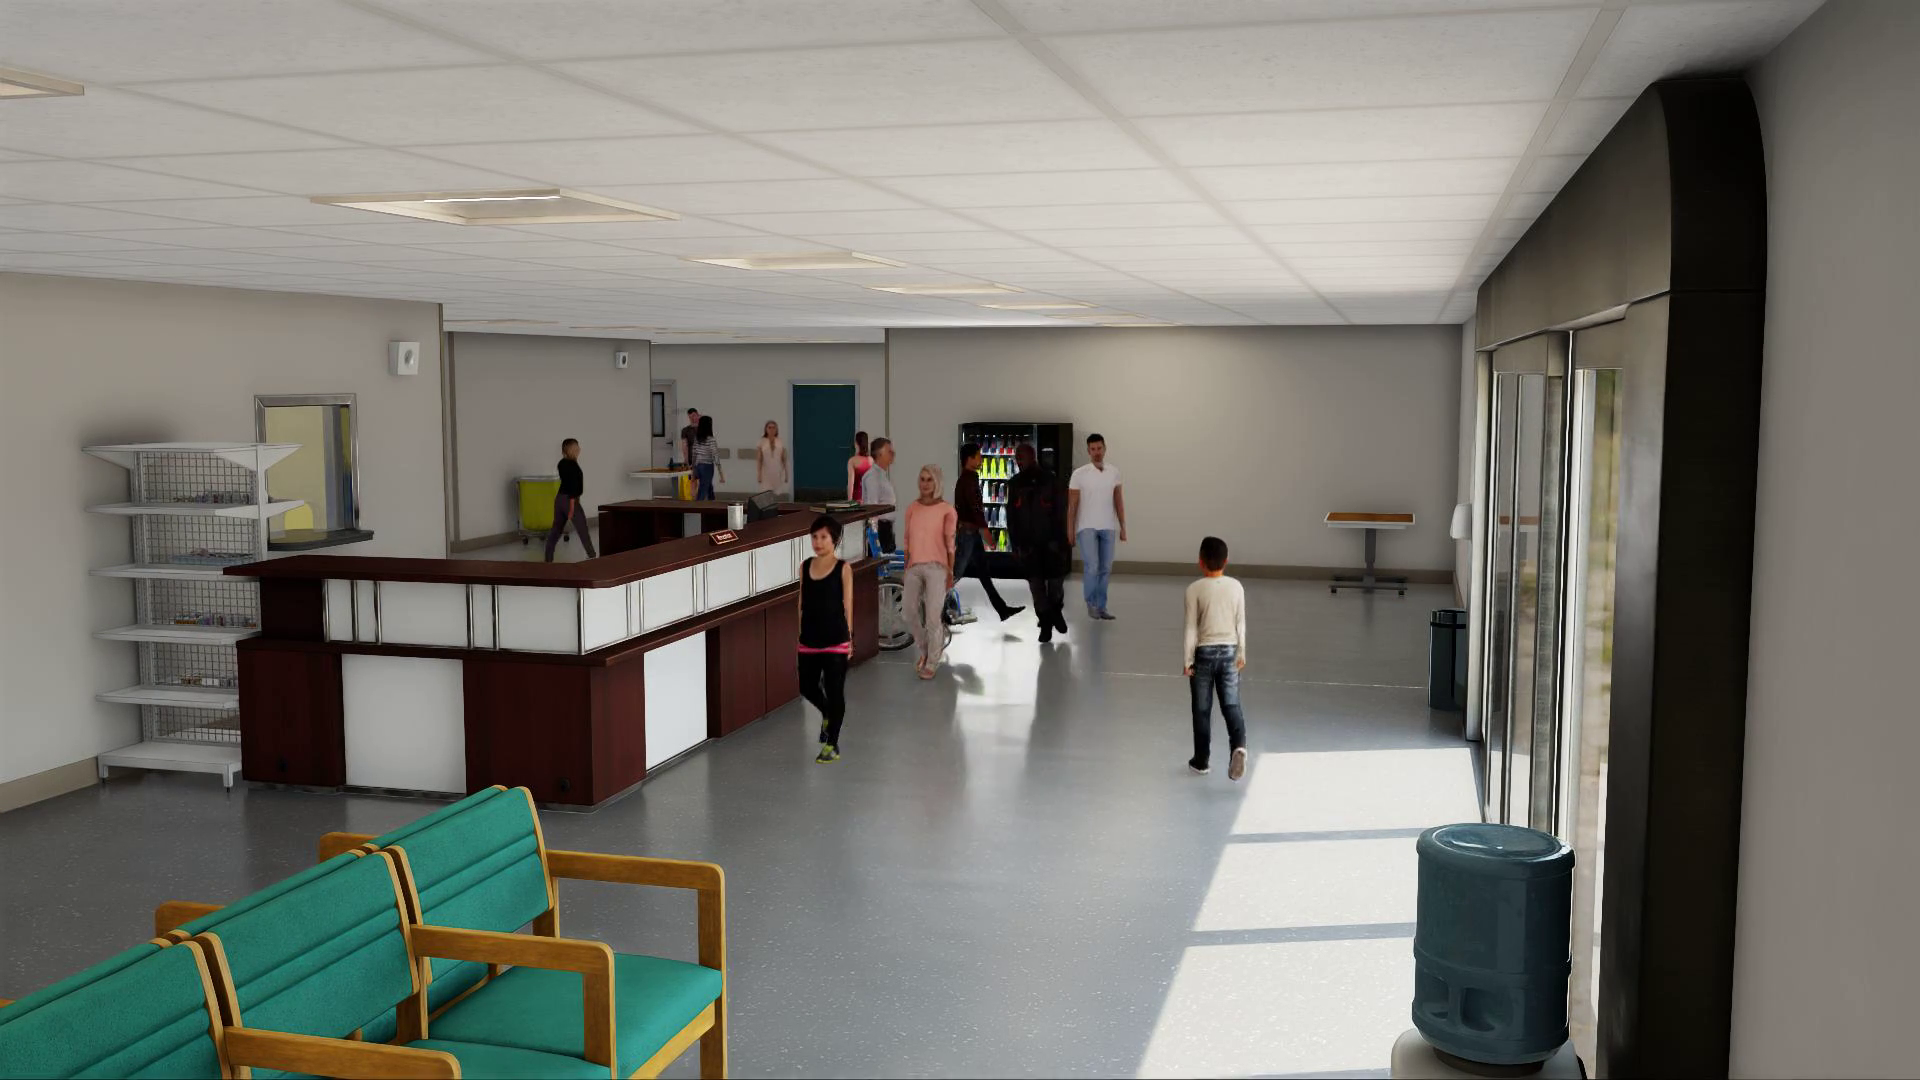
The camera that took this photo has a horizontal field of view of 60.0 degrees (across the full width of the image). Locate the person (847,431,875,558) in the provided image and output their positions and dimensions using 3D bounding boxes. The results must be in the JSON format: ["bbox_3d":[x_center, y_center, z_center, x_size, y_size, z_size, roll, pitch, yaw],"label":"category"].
[{"bbox_3d":[-1.140,-0.411,19.710,0.728,1.739,0.770,-2,6,-15],"label":"person"}]

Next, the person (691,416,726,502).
[{"bbox_3d":[-3.866,-0.934,24.754,1.103,1.753,0.976,5,7,39],"label":"person"}]

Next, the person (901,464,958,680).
[{"bbox_3d":[-0.224,0.247,13.280,0.565,1.716,0.691,2,6,19],"label":"person"}]

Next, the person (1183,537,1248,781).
[{"bbox_3d":[1.544,0.720,9.905,0.898,1.450,0.838,-1,6,-11],"label":"person"}]

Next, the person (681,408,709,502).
[{"bbox_3d":[-4.481,-1.293,28.172,1.205,1.799,1.184,-3,6,-25],"label":"person"}]

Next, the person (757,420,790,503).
[{"bbox_3d":[-2.856,-0.928,25.123,1.145,1.684,1.090,-2,6,-20],"label":"person"}]

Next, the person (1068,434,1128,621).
[{"bbox_3d":[1.292,-0.113,16.263,0.816,1.836,0.912,-3,6,-25],"label":"person"}]

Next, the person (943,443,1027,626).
[{"bbox_3d":[-0.017,-0.017,15.804,1.112,1.736,0.763,0,6,5],"label":"person"}]

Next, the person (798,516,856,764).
[{"bbox_3d":[-0.815,0.612,10.519,0.692,1.543,0.639,2,6,21],"label":"person"}]

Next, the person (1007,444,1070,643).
[{"bbox_3d":[0.708,0.025,15.174,0.808,1.780,0.853,0,6,-1],"label":"person"}]

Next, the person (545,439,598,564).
[{"bbox_3d":[-4.716,-0.349,19.618,1.039,1.634,0.962,5,8,42],"label":"person"}]
